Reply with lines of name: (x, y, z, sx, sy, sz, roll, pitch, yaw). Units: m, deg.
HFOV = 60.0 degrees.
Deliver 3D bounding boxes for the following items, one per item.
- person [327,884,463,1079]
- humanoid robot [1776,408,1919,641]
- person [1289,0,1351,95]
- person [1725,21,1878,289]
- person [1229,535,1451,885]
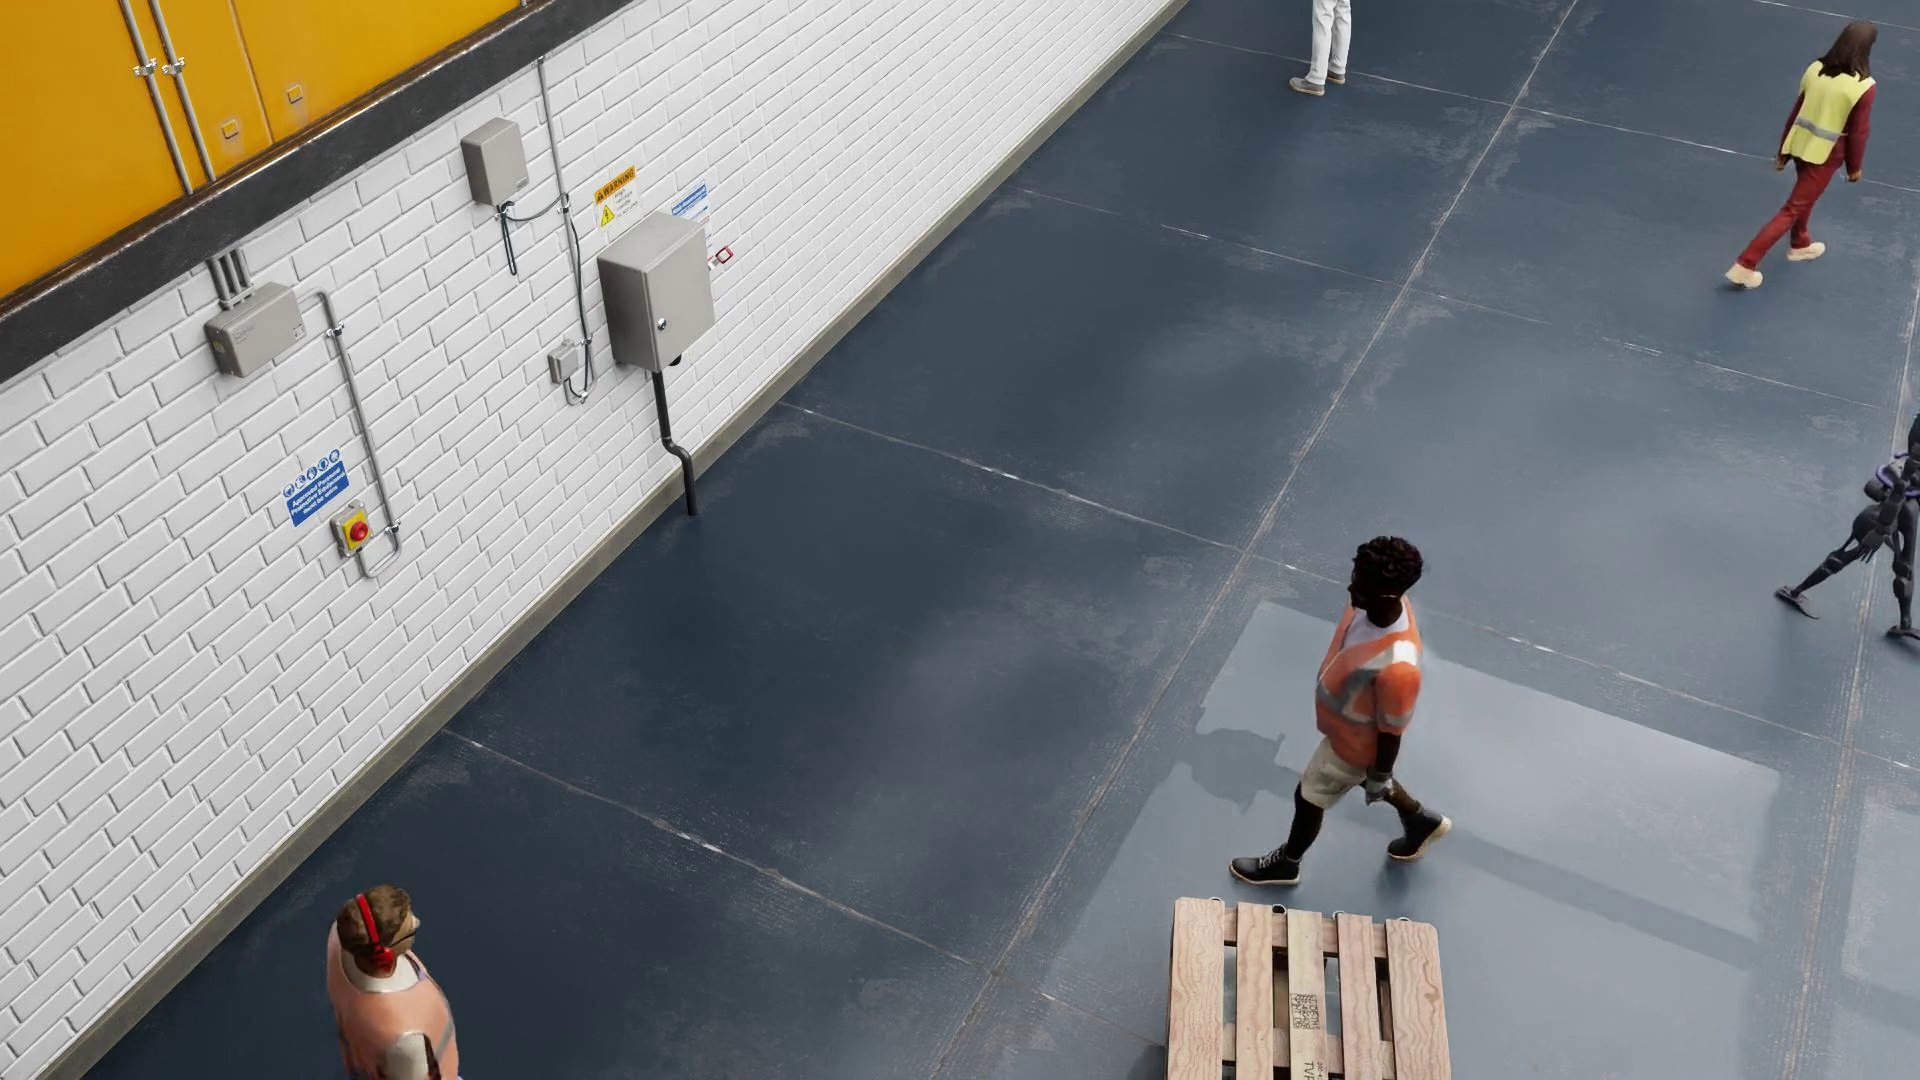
person: (-1.874, 1.795, 5.568, 0.724, 1.827, 0.570, -25, 47, -26)
humanoid robot: (4.564, -0.173, 7.987, 0.604, 1.620, 0.759, -29, 48, -29)
person: (2.845, -4.325, 12.626, 0.350, 1.876, 0.571, 32, 50, 32)
person: (5.408, -2.437, 10.550, 0.927, 1.728, 0.480, -14, 43, -15)
person: (1.656, 0.727, 6.718, 0.869, 1.939, 0.608, 3, 41, 3)
